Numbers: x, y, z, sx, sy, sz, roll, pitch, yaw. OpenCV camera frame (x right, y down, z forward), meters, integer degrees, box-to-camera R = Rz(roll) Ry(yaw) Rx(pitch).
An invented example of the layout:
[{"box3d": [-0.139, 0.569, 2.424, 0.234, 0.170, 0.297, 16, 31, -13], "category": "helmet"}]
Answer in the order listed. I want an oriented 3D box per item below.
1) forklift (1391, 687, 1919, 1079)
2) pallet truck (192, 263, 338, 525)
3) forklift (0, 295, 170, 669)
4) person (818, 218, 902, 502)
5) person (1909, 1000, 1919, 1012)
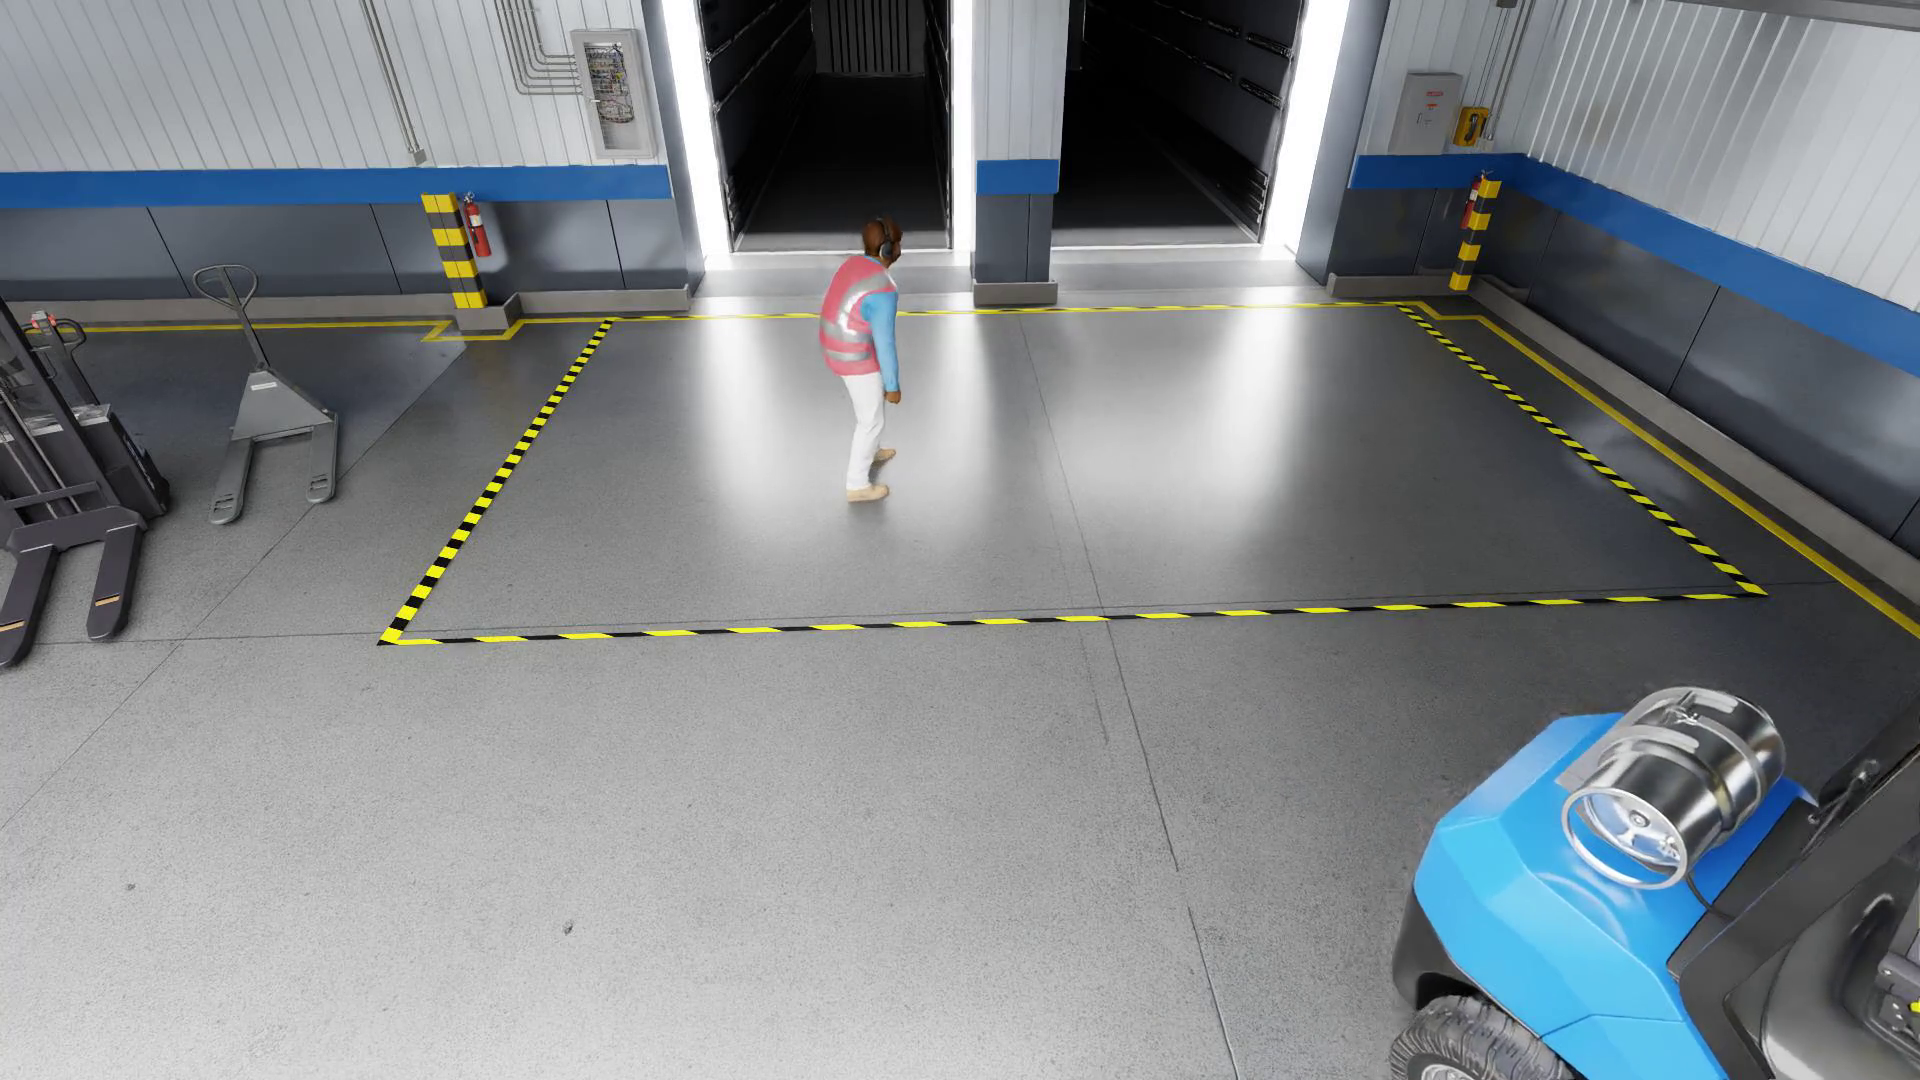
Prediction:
[{"box3d": [2.577, 1.166, 2.004, 1.157, 2.036, 2.680, -22, 41, -29], "category": "forklift"}, {"box3d": [-4.778, -1.027, 6.128, 0.680, 1.201, 1.601, -17, 38, -23], "category": "pallet truck"}, {"box3d": [-5.212, -0.618, 4.878, 0.823, 1.965, 1.885, -20, 39, -26], "category": "forklift"}, {"box3d": [-0.604, -1.160, 5.914, 0.594, 1.718, 0.808, -15, 38, -21], "category": "person"}, {"box3d": [2.606, 1.043, 1.853, 0.635, 1.294, 1.004, -22, 41, -29], "category": "person"}]
